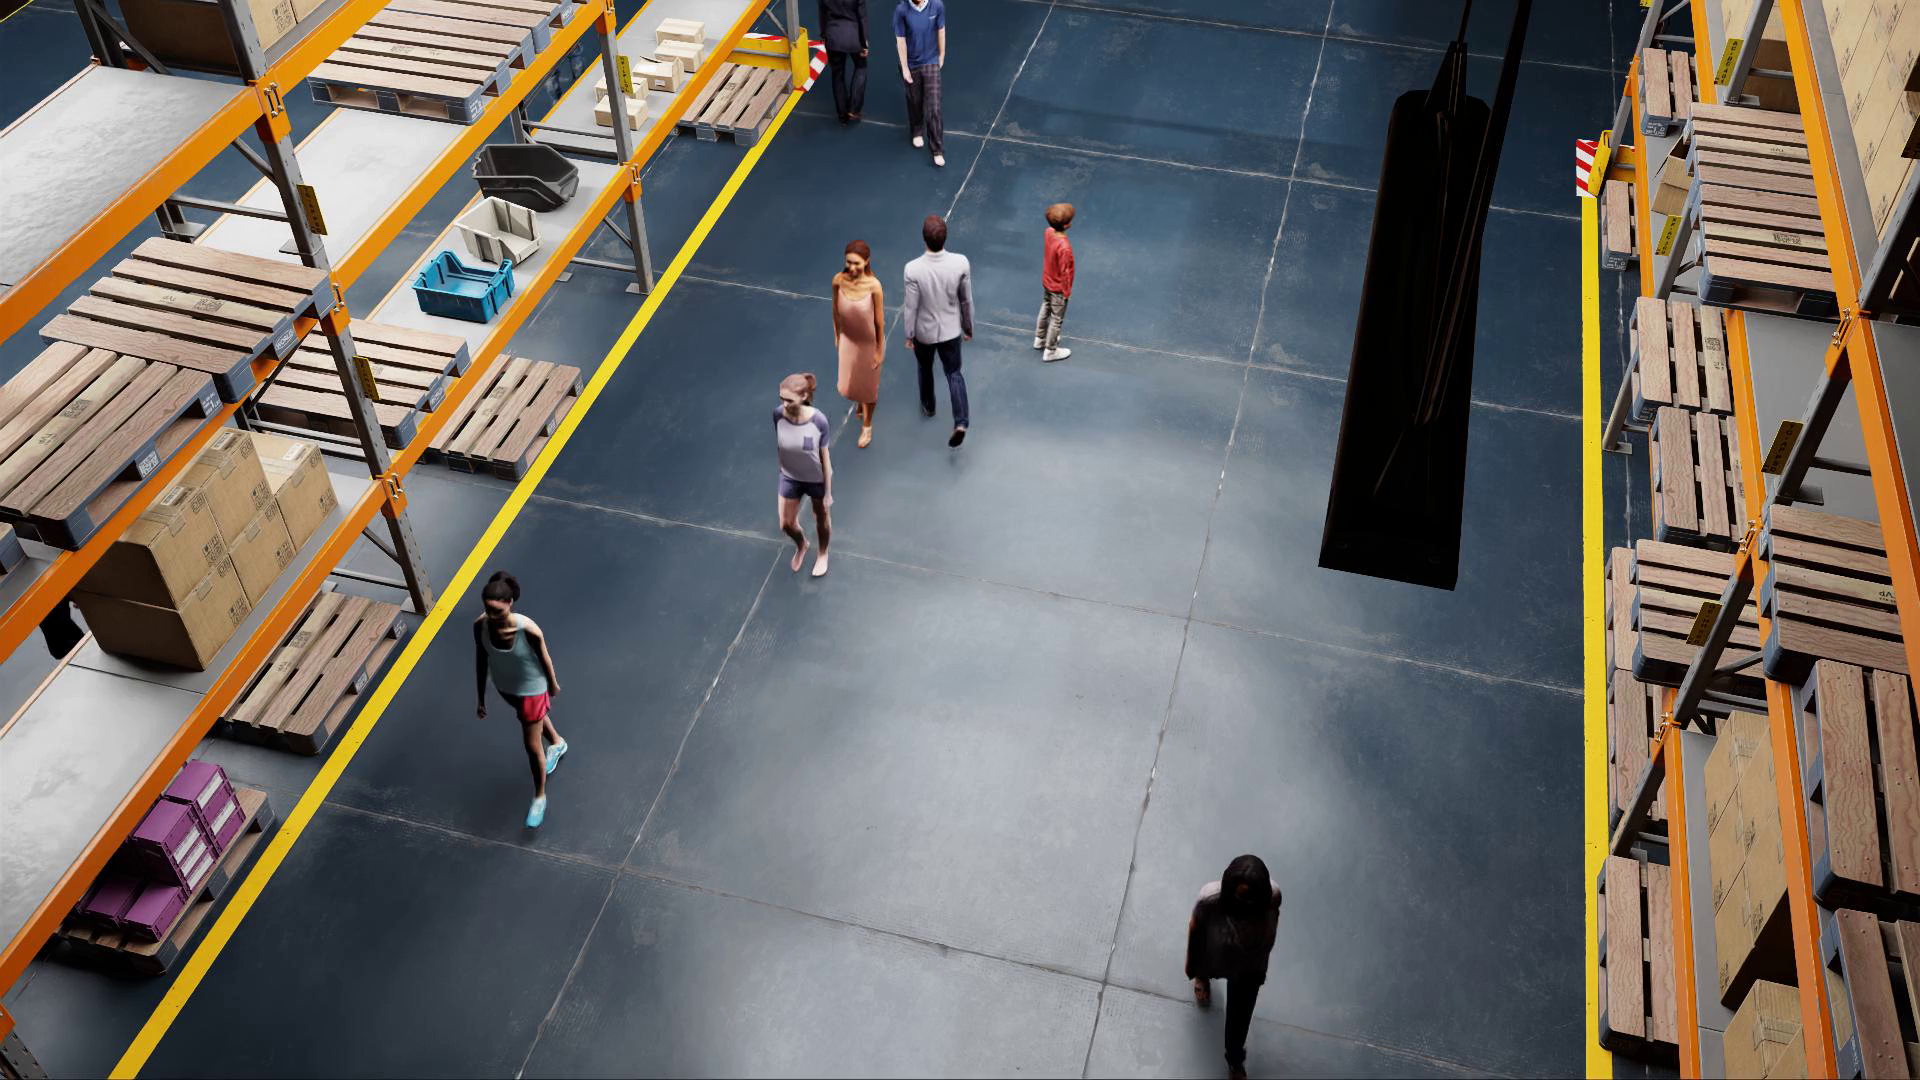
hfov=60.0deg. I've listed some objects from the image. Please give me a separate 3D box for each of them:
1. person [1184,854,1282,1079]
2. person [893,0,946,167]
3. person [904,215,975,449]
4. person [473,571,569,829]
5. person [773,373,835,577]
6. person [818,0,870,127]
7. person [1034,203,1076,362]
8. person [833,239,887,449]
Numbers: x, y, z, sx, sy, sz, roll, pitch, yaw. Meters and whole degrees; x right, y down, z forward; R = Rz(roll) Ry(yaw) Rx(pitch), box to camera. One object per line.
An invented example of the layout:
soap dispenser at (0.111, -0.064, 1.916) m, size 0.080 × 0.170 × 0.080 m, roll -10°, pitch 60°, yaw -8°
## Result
person at (1.432, 2.117, 8.892) m, size 0.831 × 1.570 × 1.132 m, roll -1°, pitch 44°, yaw -1°
person at (-0.404, -4.540, 15.682) m, size 0.870 × 1.842 × 1.056 m, roll -4°, pitch 44°, yaw -5°
person at (-0.158, -1.538, 12.547) m, size 1.009 × 1.820 × 1.230 m, roll -9°, pitch 44°, yaw -9°
person at (-2.637, 0.830, 10.121) m, size 0.566 × 1.738 × 0.930 m, roll 11°, pitch 45°, yaw 12°
person at (-1.030, -0.490, 11.495) m, size 0.585 × 1.752 × 0.589 m, roll 8°, pitch 44°, yaw 9°
person at (-1.146, -4.813, 15.996) m, size 0.692 × 1.804 × 0.657 m, roll 8°, pitch 44°, yaw 9°
person at (0.771, -2.091, 13.422) m, size 0.654 × 1.413 × 0.576 m, roll -16°, pitch 46°, yaw -16°
person at (-0.703, -1.520, 12.525) m, size 0.566 × 1.823 × 0.664 m, roll 13°, pitch 45°, yaw 13°
